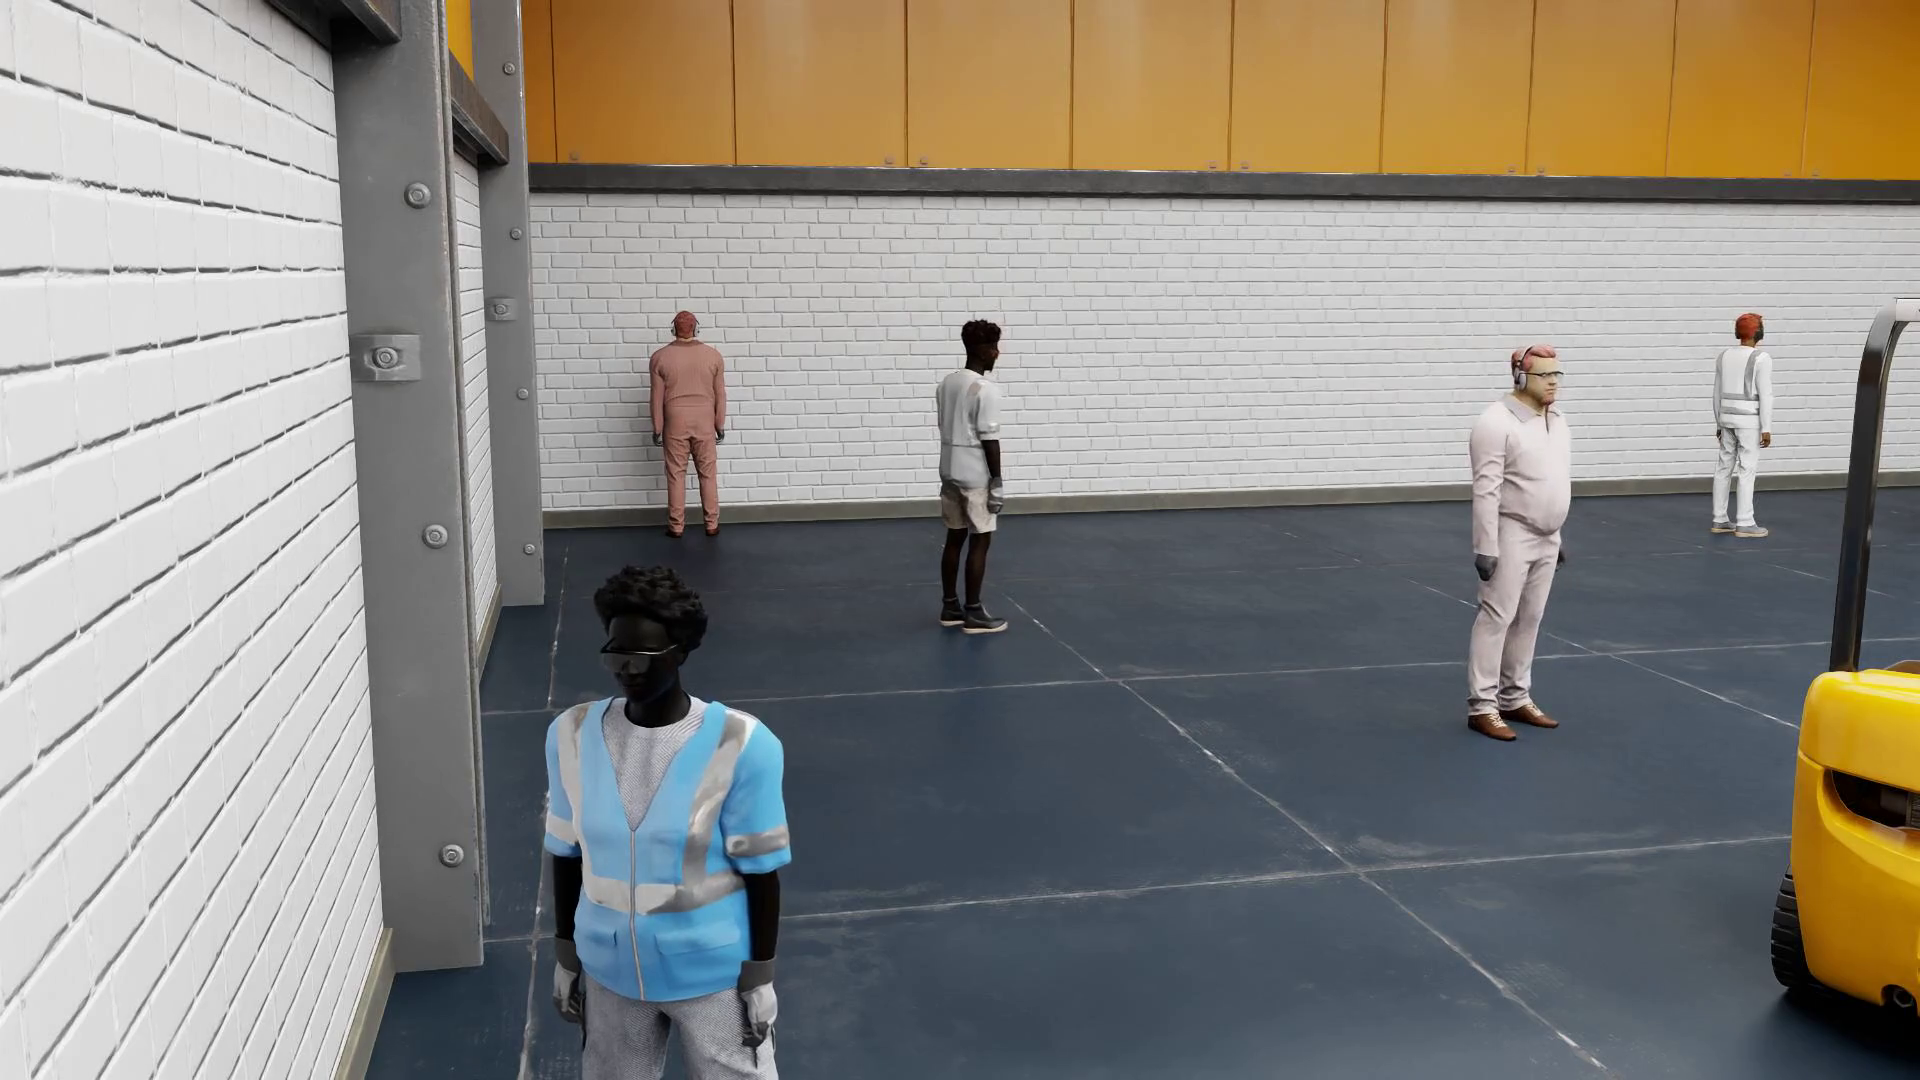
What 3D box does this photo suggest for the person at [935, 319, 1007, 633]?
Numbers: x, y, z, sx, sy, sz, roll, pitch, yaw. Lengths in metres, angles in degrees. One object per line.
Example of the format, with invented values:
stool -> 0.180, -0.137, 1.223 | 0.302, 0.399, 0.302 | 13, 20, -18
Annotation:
person -> 0.080, -0.394, 10.356 | 0.387, 1.953, 0.611 | -6, 11, -32

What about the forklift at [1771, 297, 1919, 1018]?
forklift -> 3.542, 0.334, 5.177 | 2.313, 2.155, 1.214 | -9, 13, -43

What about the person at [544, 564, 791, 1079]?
person -> -0.601, 0.875, 3.415 | 0.536, 1.690, 0.321 | 2, 10, 14

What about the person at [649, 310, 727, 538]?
person -> -2.283, -0.965, 13.971 | 0.640, 1.908, 0.409 | -3, 10, -16

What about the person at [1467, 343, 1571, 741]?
person -> 2.736, 0.004, 8.060 | 0.651, 1.906, 0.403 | -7, 12, -37

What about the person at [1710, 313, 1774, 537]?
person -> 6.620, -0.969, 14.060 | 0.355, 1.884, 0.575 | -4, 10, -21
